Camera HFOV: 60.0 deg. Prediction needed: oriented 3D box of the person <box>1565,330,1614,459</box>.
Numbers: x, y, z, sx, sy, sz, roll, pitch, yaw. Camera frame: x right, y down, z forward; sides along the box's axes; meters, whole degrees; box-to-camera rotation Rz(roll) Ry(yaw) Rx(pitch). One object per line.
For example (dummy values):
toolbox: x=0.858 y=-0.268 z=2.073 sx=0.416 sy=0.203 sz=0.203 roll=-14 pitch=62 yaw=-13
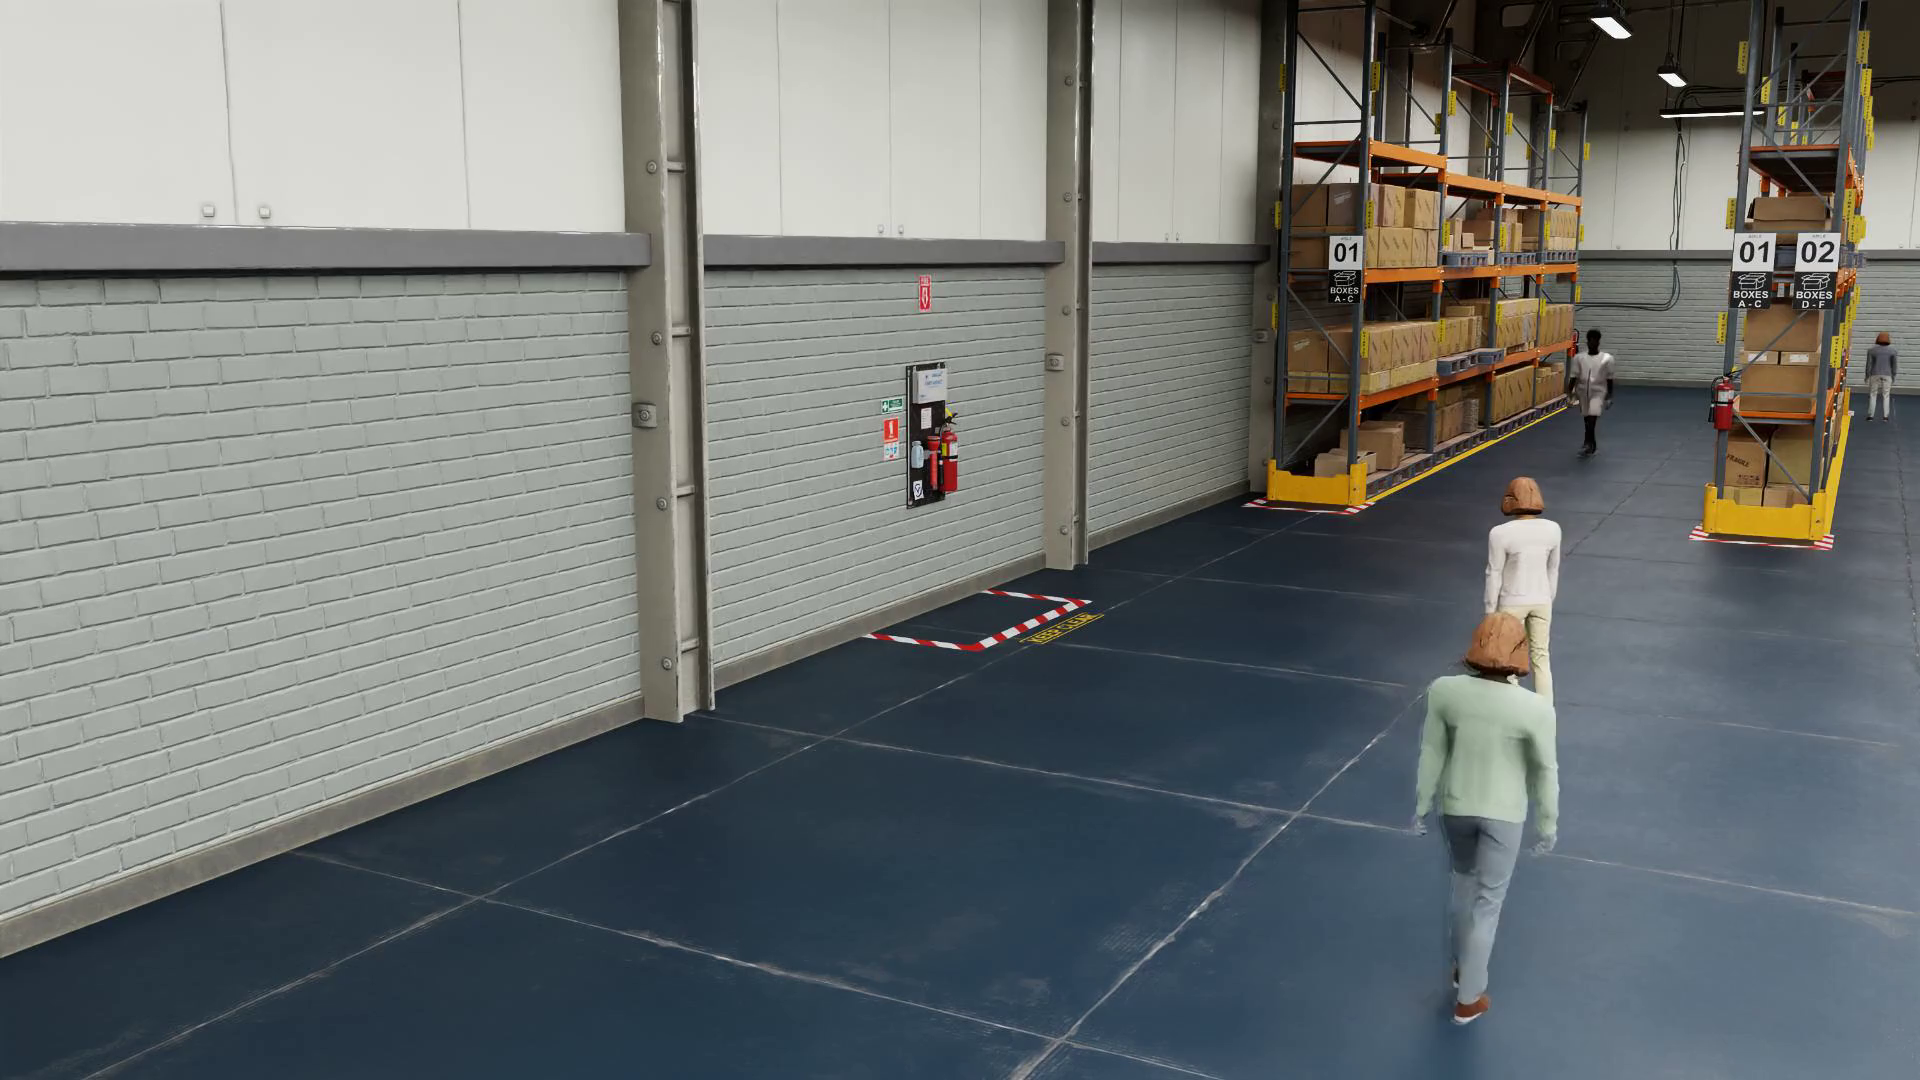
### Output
person: x=9.366 y=-2.167 z=24.729 sx=0.618 sy=1.914 sz=1.030 roll=8 pitch=12 yaw=38

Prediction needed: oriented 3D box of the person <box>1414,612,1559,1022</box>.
person: x=2.110 y=1.070 z=6.591 sx=0.534 sy=1.612 sz=0.587 roll=8 pitch=12 yaw=38

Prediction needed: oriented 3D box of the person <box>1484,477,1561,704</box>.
person: x=3.516 y=0.420 z=10.421 sx=0.498 sy=1.626 sz=0.305 roll=-2 pitch=10 yaw=-11

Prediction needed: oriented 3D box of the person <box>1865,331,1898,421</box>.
person: x=16.723 y=-2.968 z=30.204 sx=0.507 sy=1.631 sz=0.266 roll=4 pitch=11 yaw=23
